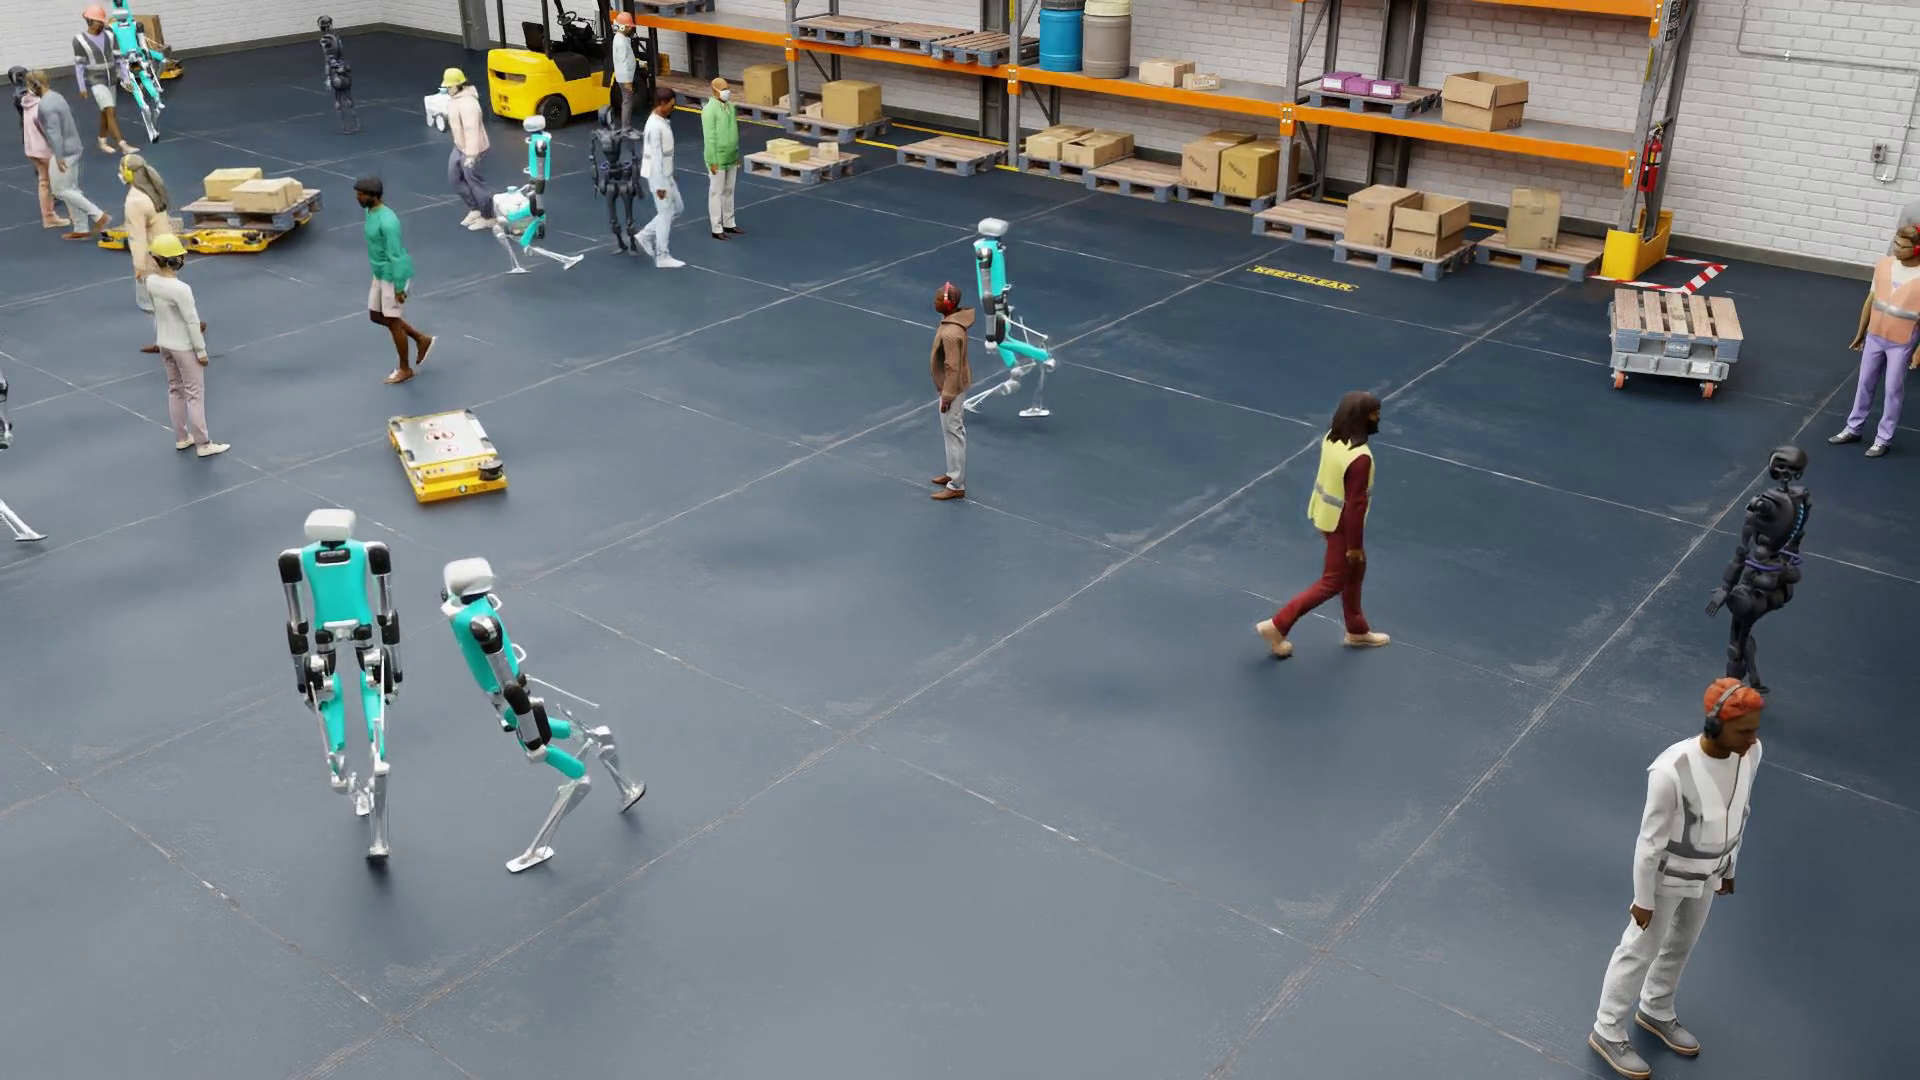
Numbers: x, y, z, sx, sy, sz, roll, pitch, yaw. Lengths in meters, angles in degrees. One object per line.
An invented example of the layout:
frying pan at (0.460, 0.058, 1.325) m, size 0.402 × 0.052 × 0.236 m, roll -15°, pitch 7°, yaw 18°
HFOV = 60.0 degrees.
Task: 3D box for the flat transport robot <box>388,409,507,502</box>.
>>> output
flat transport robot at (-4.022, -0.683, 12.985) m, size 0.659 × 0.231 × 1.431 m, roll -12°, pitch 28°, yaw -23°

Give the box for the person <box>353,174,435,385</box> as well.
person at (-4.936, -2.284, 14.500) m, size 0.494 × 1.834 × 0.548 m, roll -17°, pitch 31°, yaw -31°

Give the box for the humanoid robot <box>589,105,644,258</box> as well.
humanoid robot at (-3.697, -3.896, 18.036) m, size 0.590 × 1.640 × 0.412 m, roll 5°, pitch 26°, yaw 10°

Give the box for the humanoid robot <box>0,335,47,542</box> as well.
humanoid robot at (-6.941, -0.759, 11.505) m, size 1.040 × 1.757 × 0.546 m, roll 8°, pitch 27°, yaw 16°

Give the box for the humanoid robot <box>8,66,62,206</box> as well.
humanoid robot at (-11.140, -4.869, 20.042) m, size 0.595 × 1.661 × 0.336 m, roll 23°, pitch 34°, yaw 38°

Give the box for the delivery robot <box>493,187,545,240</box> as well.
delivery robot at (-5.057, -3.701, 18.928) m, size 0.499 × 0.614 × 0.808 m, roll -12°, pitch 28°, yaw -24°

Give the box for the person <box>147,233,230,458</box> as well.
person at (-6.072, -1.525, 13.019) m, size 0.521 × 1.759 × 0.349 m, roll 16°, pitch 30°, yaw 30°

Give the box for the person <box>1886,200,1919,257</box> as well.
person at (8.539, -2.458, 14.874) m, size 0.553 × 1.820 × 0.574 m, roll 6°, pitch 26°, yaw 12°

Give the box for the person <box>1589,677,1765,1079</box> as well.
person at (2.983, 1.383, 6.864) m, size 0.572 × 1.876 × 0.352 m, roll -13°, pitch 29°, yaw -25°

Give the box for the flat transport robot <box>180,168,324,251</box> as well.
flat transport robot at (-8.018, -3.570, 18.965) m, size 0.659 × 0.231 × 1.431 m, roll 2°, pitch 26°, yaw 4°

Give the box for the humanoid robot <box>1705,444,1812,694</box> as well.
humanoid robot at (4.538, 0.239, 9.462) m, size 0.608 × 1.650 × 0.338 m, roll -14°, pitch 29°, yaw -26°

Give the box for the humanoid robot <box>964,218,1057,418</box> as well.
humanoid robot at (0.459, -1.722, 13.493) m, size 1.061 × 1.750 × 0.562 m, roll 5°, pitch 26°, yaw 10°

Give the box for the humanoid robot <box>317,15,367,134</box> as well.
humanoid robot at (-8.820, -6.618, 23.672) m, size 0.441 × 1.636 × 0.584 m, roll 1°, pitch 26°, yaw 3°

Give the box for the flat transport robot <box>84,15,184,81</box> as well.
flat transport robot at (-13.827, -7.854, 27.837) m, size 1.431 × 0.231 × 0.659 m, roll -5°, pitch 26°, yaw -9°

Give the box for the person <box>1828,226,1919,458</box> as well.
person at (7.280, -1.555, 12.983) m, size 0.374 × 1.837 × 0.568 m, roll -13°, pitch 29°, yaw -25°

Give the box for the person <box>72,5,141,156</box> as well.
person at (-11.424, -6.128, 22.294) m, size 1.070 × 1.976 × 0.617 m, roll 14°, pitch 29°, yaw 26°

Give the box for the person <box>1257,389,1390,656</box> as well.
person at (2.262, -0.084, 10.057) m, size 0.832 × 1.744 × 0.478 m, roll -2°, pitch 26°, yaw -4°

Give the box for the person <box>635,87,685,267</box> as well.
person at (-3.204, -3.856, 17.690) m, size 0.508 × 1.888 × 0.682 m, roll -2°, pitch 26°, yaw -5°

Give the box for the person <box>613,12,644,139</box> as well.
person at (-4.679, -6.529, 23.405) m, size 0.351 × 1.737 × 0.572 m, roll -5°, pitch 26°, yaw -10°

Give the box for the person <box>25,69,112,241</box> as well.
person at (-9.951, -4.285, 18.569) m, size 0.572 × 1.898 × 0.681 m, roll -6°, pitch 26°, yaw -12°

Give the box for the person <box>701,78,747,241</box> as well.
person at (-2.668, -4.290, 18.716) m, size 0.384 × 1.784 × 0.535 m, roll 13°, pitch 28°, yaw 24°

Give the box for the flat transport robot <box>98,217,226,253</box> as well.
flat transport robot at (-8.822, -3.417, 18.647) m, size 1.431 × 0.231 × 0.659 m, roll 4°, pitch 26°, yaw 8°

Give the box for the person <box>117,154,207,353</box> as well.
person at (-7.281, -2.559, 15.043) m, size 0.599 × 1.857 × 0.576 m, roll -3°, pitch 26°, yaw -6°

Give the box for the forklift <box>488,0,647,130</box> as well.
forklift at (-5.874, -7.334, 24.552) m, size 1.214 × 2.155 × 2.313 m, roll 19°, pitch 32°, yaw 34°

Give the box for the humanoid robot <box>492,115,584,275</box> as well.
humanoid robot at (-4.446, -3.475, 17.047) m, size 1.034 × 1.709 × 0.570 m, roll -6°, pitch 27°, yaw -13°

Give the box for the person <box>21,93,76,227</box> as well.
person at (-10.389, -4.394, 18.972) m, size 0.572 × 1.743 × 0.505 m, roll 19°, pitch 32°, yaw 34°

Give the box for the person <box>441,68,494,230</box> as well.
person at (-5.642, -4.452, 19.002) m, size 0.533 × 1.822 × 0.865 m, roll -14°, pitch 29°, yaw -27°

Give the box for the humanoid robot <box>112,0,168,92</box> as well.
humanoid robot at (-12.856, -7.858, 26.187) m, size 0.822 × 1.803 × 0.542 m, roll -10°, pitch 28°, yaw -20°

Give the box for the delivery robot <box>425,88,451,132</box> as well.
delivery robot at (-7.470, -6.262, 24.224) m, size 0.499 × 0.608 × 0.801 m, roll -23°, pitch 34°, yaw -39°

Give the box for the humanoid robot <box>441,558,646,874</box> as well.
humanoid robot at (-1.942, 0.800, 8.221) m, size 1.051 × 1.737 × 0.531 m, roll -16°, pitch 30°, yaw -30°

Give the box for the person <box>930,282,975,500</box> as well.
person at (-0.057, -1.100, 12.254) m, size 0.330 × 1.651 × 0.470 m, roll 1°, pitch 26°, yaw 2°

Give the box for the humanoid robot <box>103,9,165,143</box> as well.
humanoid robot at (-11.454, -6.433, 23.278) m, size 0.538 × 1.848 × 0.884 m, roll -21°, pitch 33°, yaw -37°

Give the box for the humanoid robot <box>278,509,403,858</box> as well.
humanoid robot at (-3.024, 0.814, 8.241) m, size 0.547 × 1.763 × 0.979 m, roll -7°, pitch 27°, yaw -15°
